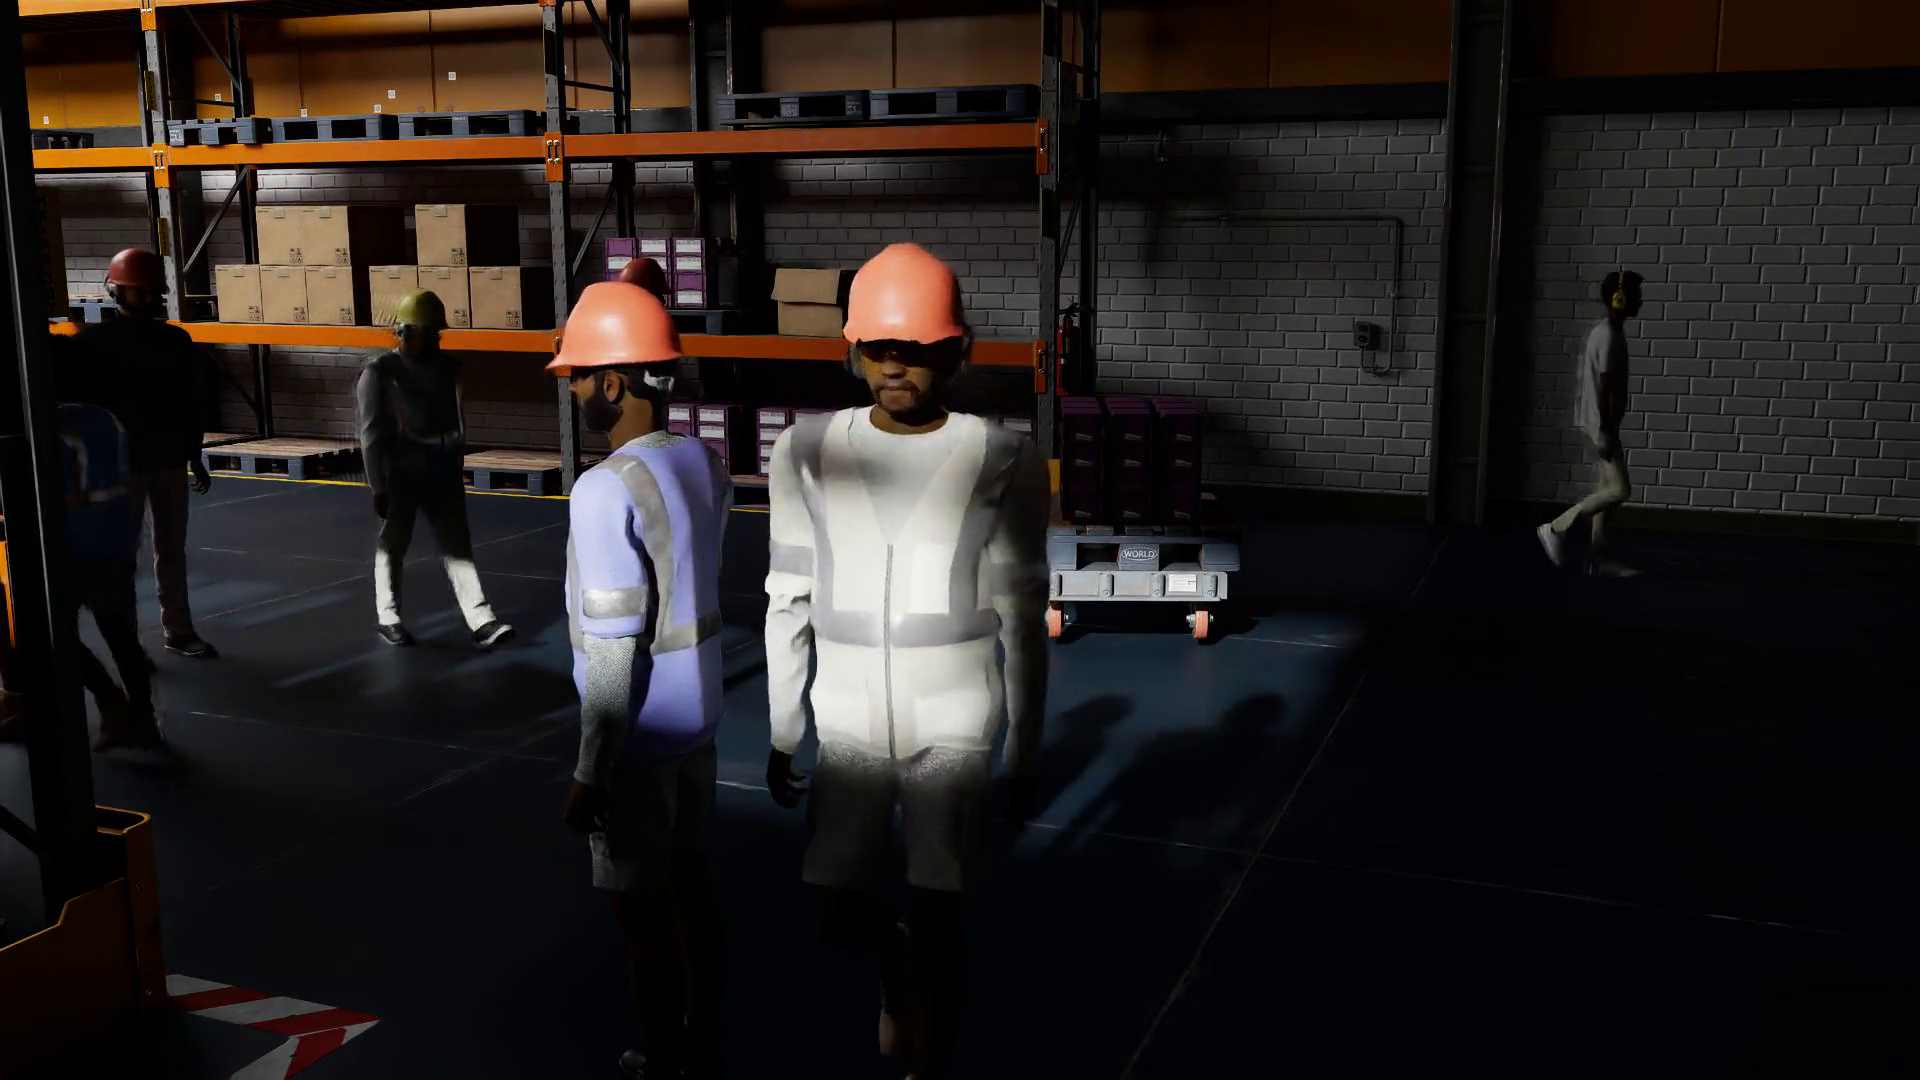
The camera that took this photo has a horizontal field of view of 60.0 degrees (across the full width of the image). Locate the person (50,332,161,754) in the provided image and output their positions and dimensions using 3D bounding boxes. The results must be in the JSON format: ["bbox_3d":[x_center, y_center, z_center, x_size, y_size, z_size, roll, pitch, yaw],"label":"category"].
[{"bbox_3d":[-3.410,0.035,6.462,0.379,1.680,0.546,1,10,3],"label":"person"}]

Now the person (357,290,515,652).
[{"bbox_3d":[-2.603,-0.315,8.132,0.943,1.777,0.629,9,13,40],"label":"person"}]

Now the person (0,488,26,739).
[{"bbox_3d":[-3.995,-0.200,6.767,0.393,2.041,0.614,-1,10,-5],"label":"person"}]

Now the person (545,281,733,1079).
[{"bbox_3d":[-0.711,0.405,3.691,0.355,1.938,0.544,3,11,15],"label":"person"}]

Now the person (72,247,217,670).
[{"bbox_3d":[-3.877,-0.384,7.930,0.382,1.994,0.608,6,12,31],"label":"person"}]

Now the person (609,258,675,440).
[{"bbox_3d":[-1.681,-0.530,8.904,0.373,1.934,0.552,1,10,5],"label":"person"}]

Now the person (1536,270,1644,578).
[{"bbox_3d":[3.838,-0.681,9.968,0.522,1.856,0.545,4,11,21],"label":"person"}]

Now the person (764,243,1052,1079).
[{"bbox_3d":[-0.104,0.380,3.608,0.622,2.024,0.605,2,10,11],"label":"person"}]
